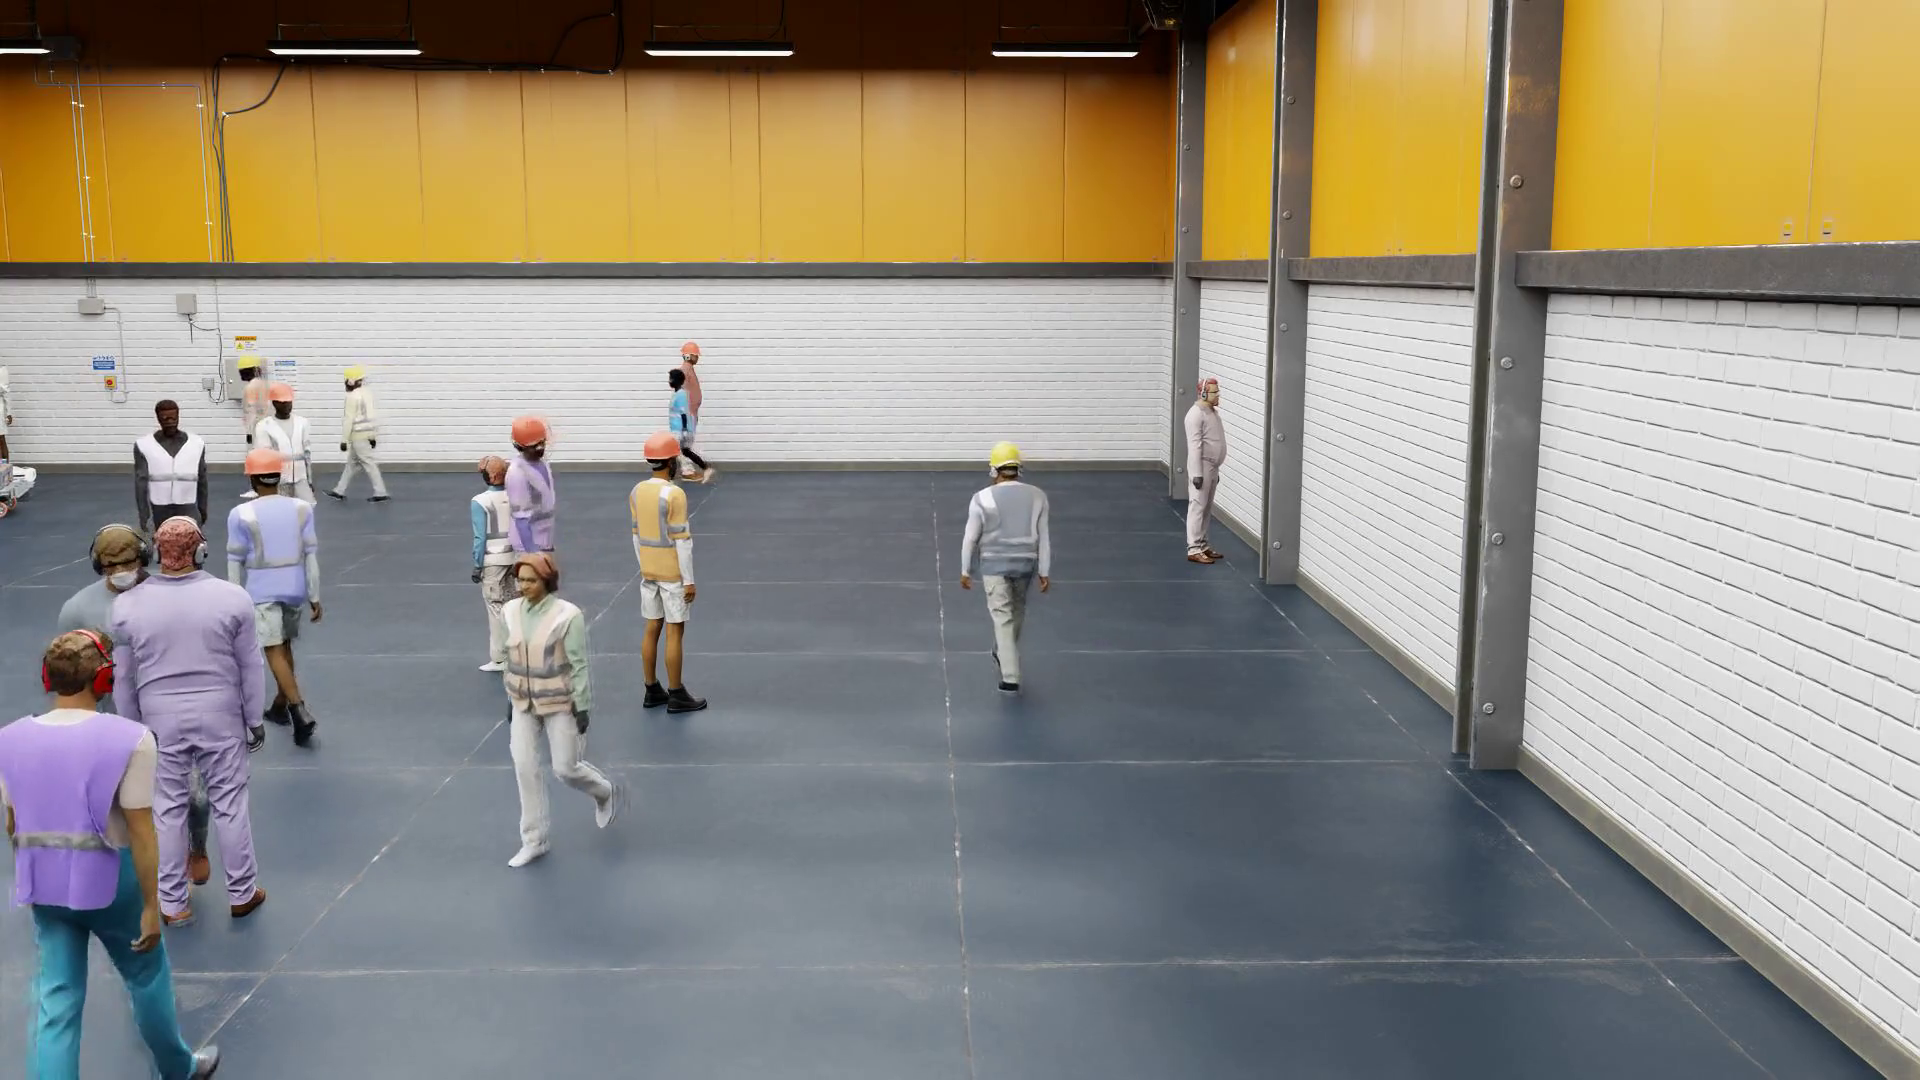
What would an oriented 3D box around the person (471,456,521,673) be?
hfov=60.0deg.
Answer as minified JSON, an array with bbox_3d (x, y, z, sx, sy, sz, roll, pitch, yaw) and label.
[{"bbox_3d":[-3.468,0.181,12.545,0.311,1.638,0.523,5,11,30],"label":"person"}]

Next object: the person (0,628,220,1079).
[{"bbox_3d":[-2.967,1.192,5.793,0.583,1.808,0.874,1,9,4],"label":"person"}]

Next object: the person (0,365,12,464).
[{"bbox_3d":[-13.812,-1.815,23.611,0.611,2.030,0.412,-4,10,-23],"label":"person"}]

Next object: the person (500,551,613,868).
[{"bbox_3d":[-2.097,0.837,8.598,0.523,1.619,0.615,4,10,21],"label":"person"}]

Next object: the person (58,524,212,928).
[{"bbox_3d":[-3.760,0.836,7.726,0.695,1.901,0.571,-5,11,-29],"label":"person"}]

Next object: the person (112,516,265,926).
[{"bbox_3d":[-3.557,0.835,7.716,0.642,1.909,0.408,-3,10,-20],"label":"person"}]

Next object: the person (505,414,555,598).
[{"bbox_3d":[-3.165,0.044,12.343,0.415,1.990,0.715,0,9,3],"label":"person"}]

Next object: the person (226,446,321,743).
[{"bbox_3d":[-4.406,0.346,10.769,0.551,1.905,0.938,-9,13,-44],"label":"person"}]

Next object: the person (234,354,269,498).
[{"bbox_3d":[-9.314,-1.506,22.049,0.493,1.912,0.603,-2,9,-12],"label":"person"}]

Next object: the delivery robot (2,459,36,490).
[{"bbox_3d":[-12.445,-0.811,21.653,0.707,0.478,0.477,-7,12,-38],"label":"delivery robot"}]

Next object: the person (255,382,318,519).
[{"bbox_3d":[-6.631,-0.598,16.438,0.532,1.921,0.577,8,12,41],"label":"person"}]

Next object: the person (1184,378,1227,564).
[{"bbox_3d":[2.560,-0.722,17.259,0.407,1.910,0.638,4,10,25],"label":"person"}]

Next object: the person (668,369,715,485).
[{"bbox_3d":[-3.816,-1.554,23.118,0.798,1.671,0.539,-2,10,-15],"label":"person"}]

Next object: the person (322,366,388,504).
[{"bbox_3d":[-7.836,-1.349,21.474,0.914,1.781,0.616,0,9,1],"label":"person"}]

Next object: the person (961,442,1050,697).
[{"bbox_3d":[0.298,0.184,12.050,0.614,1.784,0.917,-3,10,-19],"label":"person"}]

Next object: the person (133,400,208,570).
[{"bbox_3d":[-6.863,-0.274,14.527,0.606,1.894,0.626,-6,11,-32],"label":"person"}]

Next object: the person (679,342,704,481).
[{"bbox_3d":[-3.867,-1.840,23.860,0.384,1.991,0.609,0,9,-2],"label":"person"}]

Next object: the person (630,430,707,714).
[{"bbox_3d":[-2.009,0.217,11.397,0.545,1.943,0.347,8,12,40],"label":"person"}]
